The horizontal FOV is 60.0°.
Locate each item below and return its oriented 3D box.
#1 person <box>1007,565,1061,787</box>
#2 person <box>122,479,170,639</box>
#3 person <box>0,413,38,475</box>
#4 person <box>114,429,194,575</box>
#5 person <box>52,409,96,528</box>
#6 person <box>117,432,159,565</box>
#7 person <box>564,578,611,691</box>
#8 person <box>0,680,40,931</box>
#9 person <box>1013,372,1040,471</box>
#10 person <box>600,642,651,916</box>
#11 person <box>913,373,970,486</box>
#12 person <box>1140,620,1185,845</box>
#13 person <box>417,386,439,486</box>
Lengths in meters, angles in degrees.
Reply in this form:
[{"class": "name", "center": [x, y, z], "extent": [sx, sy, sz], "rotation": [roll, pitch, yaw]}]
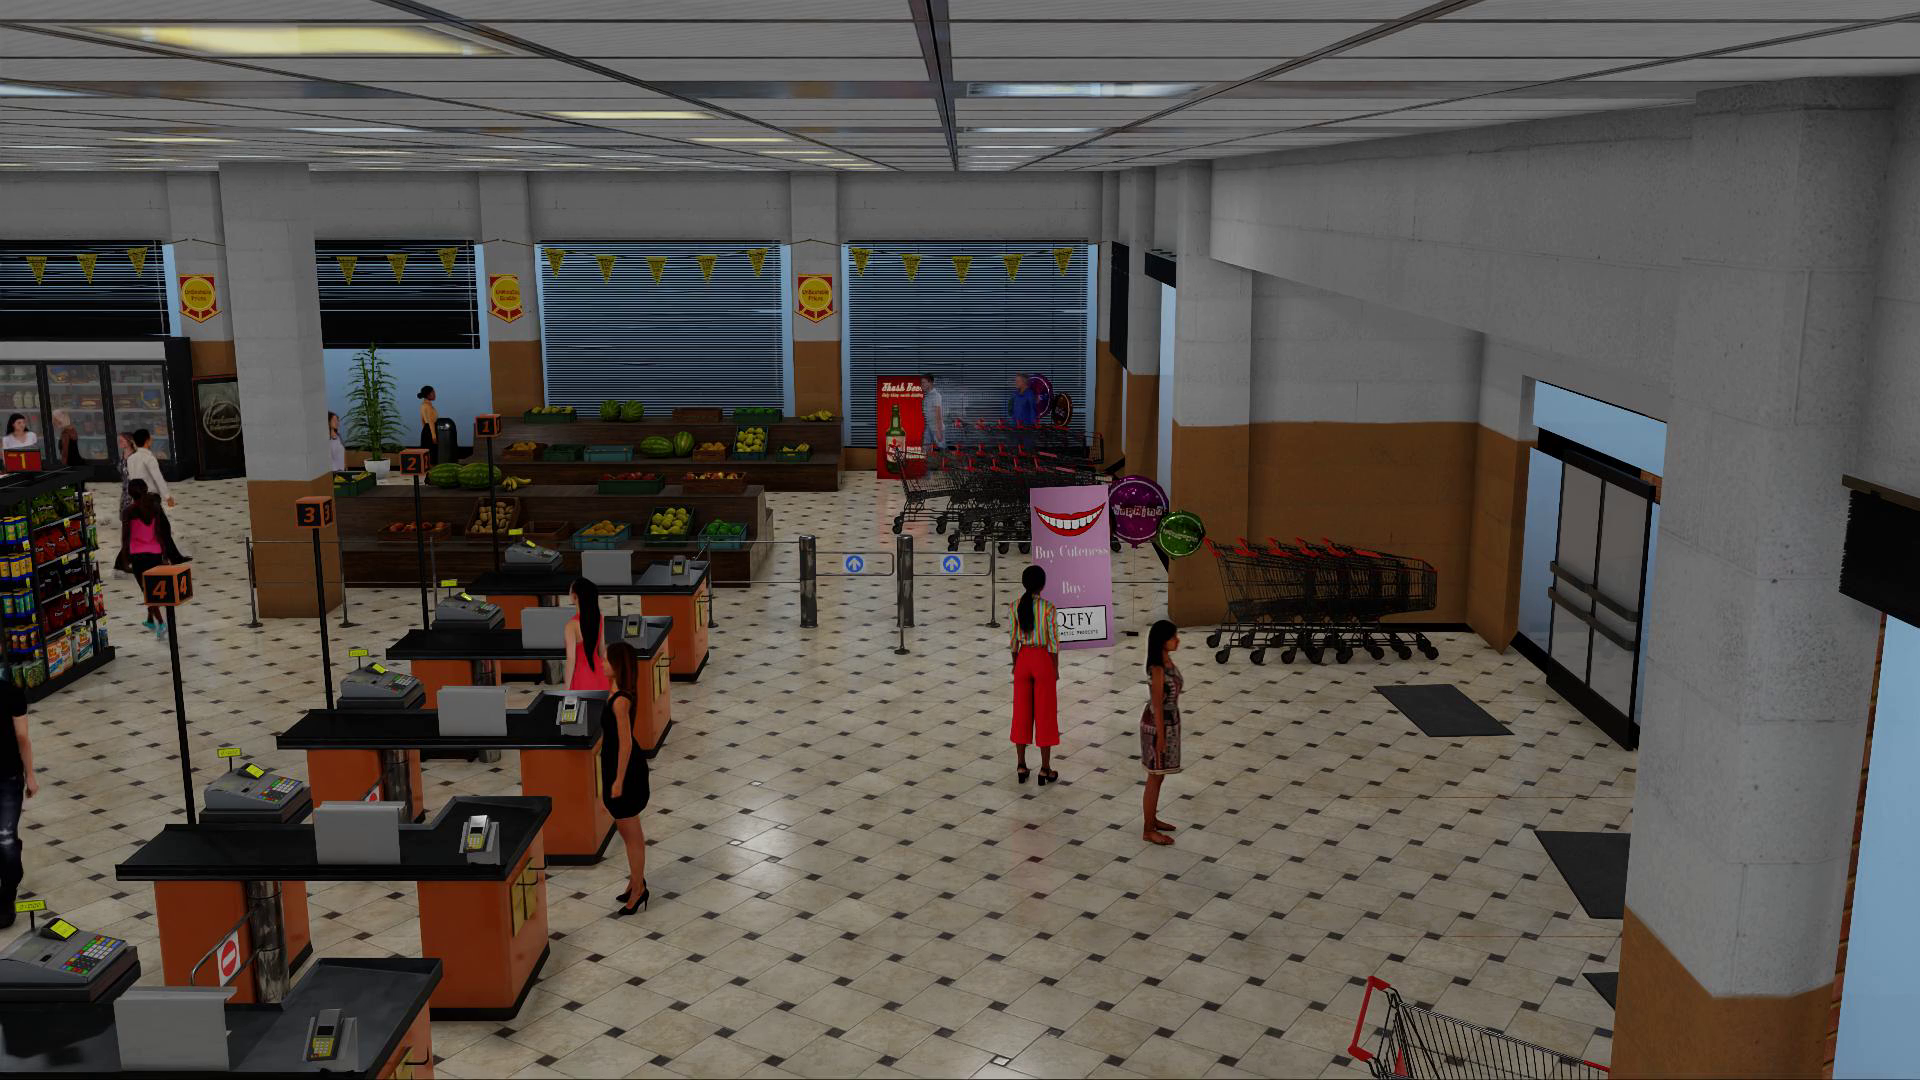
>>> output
[{"class": "person", "center": [0.597, 1.074, 13.321], "extent": [0.598, 1.793, 0.732], "rotation": [5, 13, 22]}, {"class": "person", "center": [-8.578, 0.229, 17.601], "extent": [1.115, 1.683, 1.053], "rotation": [12, 17, 44]}, {"class": "person", "center": [-13.062, -0.920, 23.116], "extent": [1.065, 1.658, 0.962], "rotation": [9, 15, 35]}, {"class": "person", "center": [-10.129, -0.433, 20.553], "extent": [1.216, 1.761, 1.231], "rotation": [10, 16, 41]}, {"class": "person", "center": [-12.389, -0.994, 23.361], "extent": [0.699, 1.703, 0.736], "rotation": [-1, 12, -4]}, {"class": "person", "center": [-10.507, -0.560, 21.334], "extent": [0.864, 1.688, 0.918], "rotation": [11, 16, 42]}, {"class": "person", "center": [-2.953, 1.136, 13.183], "extent": [0.729, 1.727, 0.709], "rotation": [7, 14, 30]}, {"class": "person", "center": [-6.310, 1.542, 10.893], "extent": [1.070, 1.878, 0.897], "rotation": [-3, 12, -14]}, {"class": "person", "center": [1.060, -1.814, 26.960], "extent": [0.771, 1.826, 0.803], "rotation": [-7, 14, -30]}, {"class": "person", "center": [-2.195, 1.560, 10.911], "extent": [0.572, 1.834, 0.618], "rotation": [-2, 12, -9]}, {"class": "person", "center": [-0.304, -1.755, 26.744], "extent": [1.292, 1.799, 1.024], "rotation": [-6, 13, -25]}, {"class": "person", "center": [1.467, 1.384, 12.210], "extent": [0.600, 1.645, 0.693], "rotation": [3, 12, 12]}, {"class": "person", "center": [-8.468, -1.639, 26.545], "extent": [0.698, 1.654, 0.665], "rotation": [-8, 14, -33]}]
